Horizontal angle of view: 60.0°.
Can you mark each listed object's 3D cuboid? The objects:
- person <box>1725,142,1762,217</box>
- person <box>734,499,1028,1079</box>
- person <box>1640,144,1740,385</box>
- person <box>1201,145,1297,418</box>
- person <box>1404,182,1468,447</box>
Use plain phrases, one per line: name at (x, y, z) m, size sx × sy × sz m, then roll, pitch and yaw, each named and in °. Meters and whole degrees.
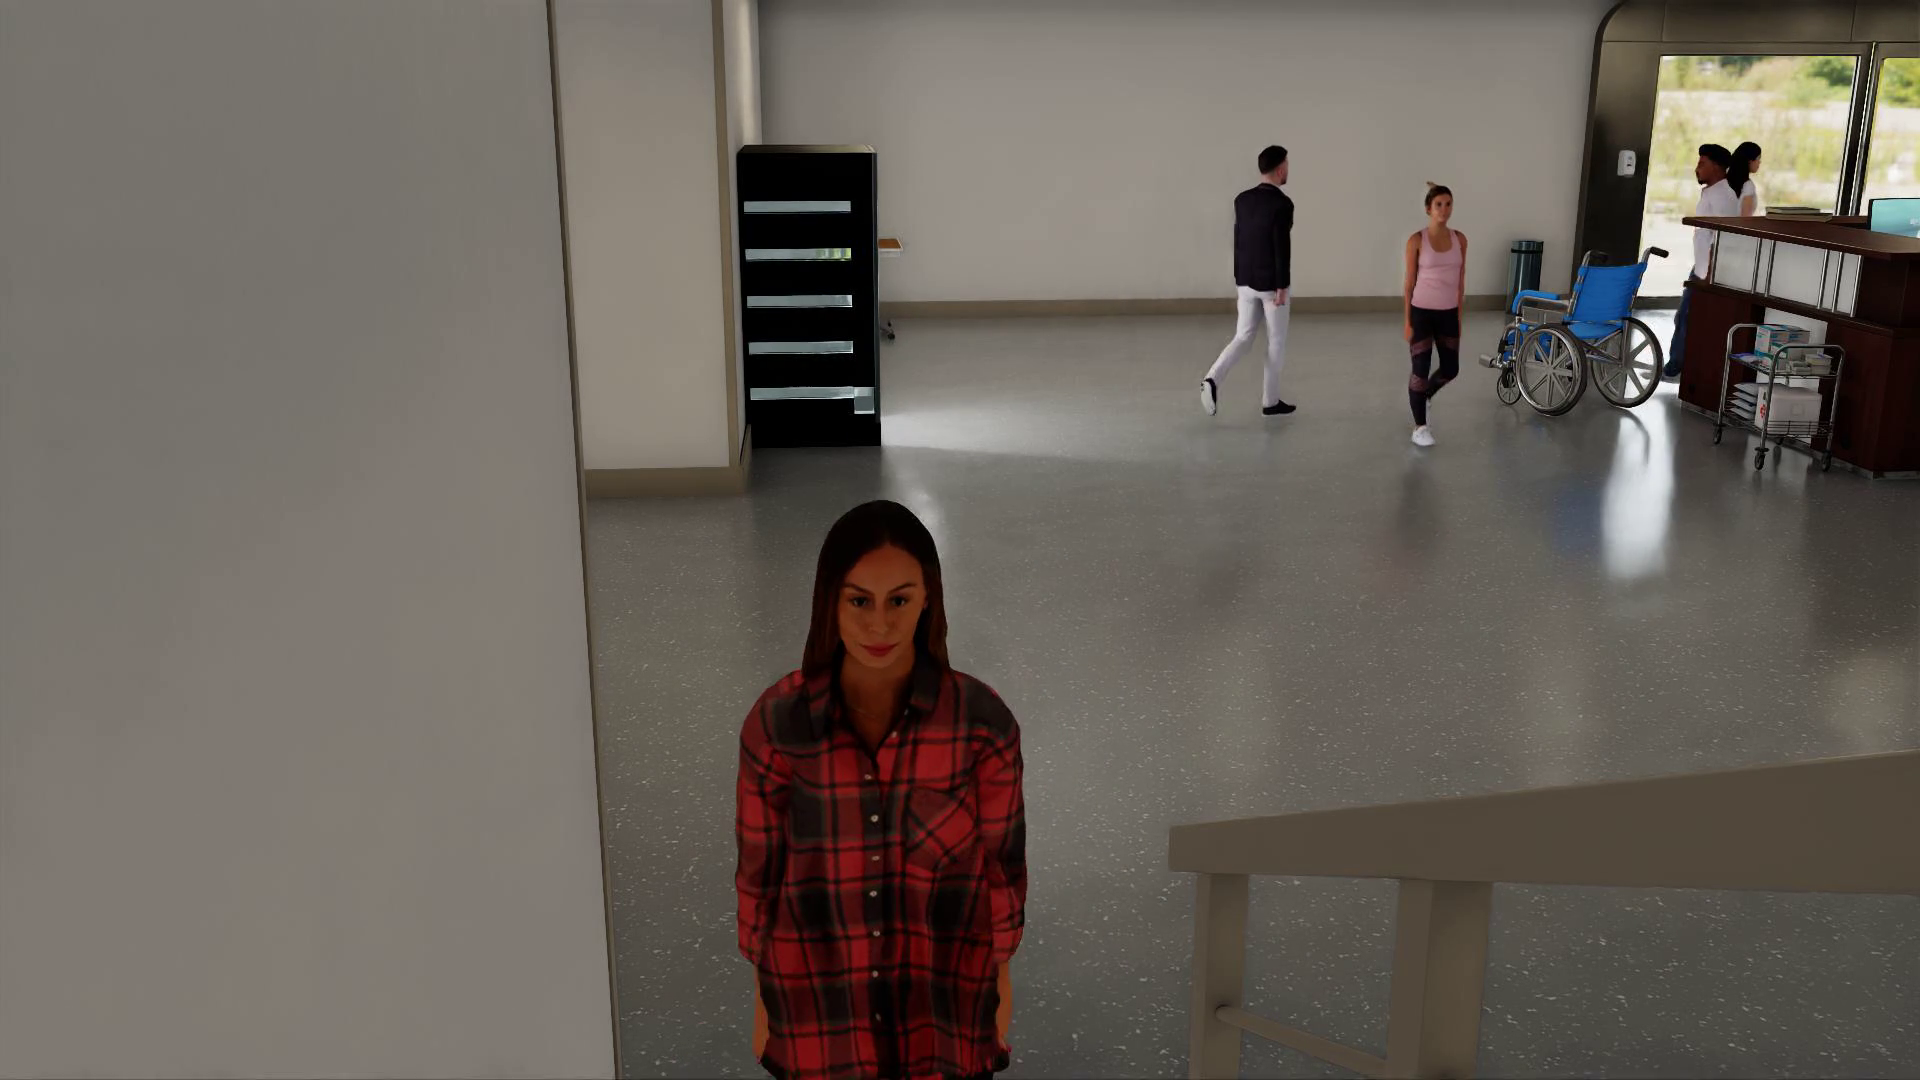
person at (6.057, -2.253, 13.242) m, size 0.787 × 1.759 × 0.878 m, roll -5°, pitch 16°, yaw -16°
person at (-0.127, 0.732, 2.788) m, size 0.670 × 1.687 × 0.889 m, roll 0°, pitch 16°, yaw 1°
person at (5.679, -1.994, 12.321) m, size 1.035 × 1.761 × 1.225 m, roll 2°, pitch 16°, yaw 7°
person at (1.949, -1.689, 11.131) m, size 1.088 × 1.819 × 1.116 m, roll -12°, pitch 20°, yaw -37°
person at (2.976, -1.440, 10.587) m, size 0.560 × 1.635 × 0.792 m, roll -2°, pitch 16°, yaw -6°
